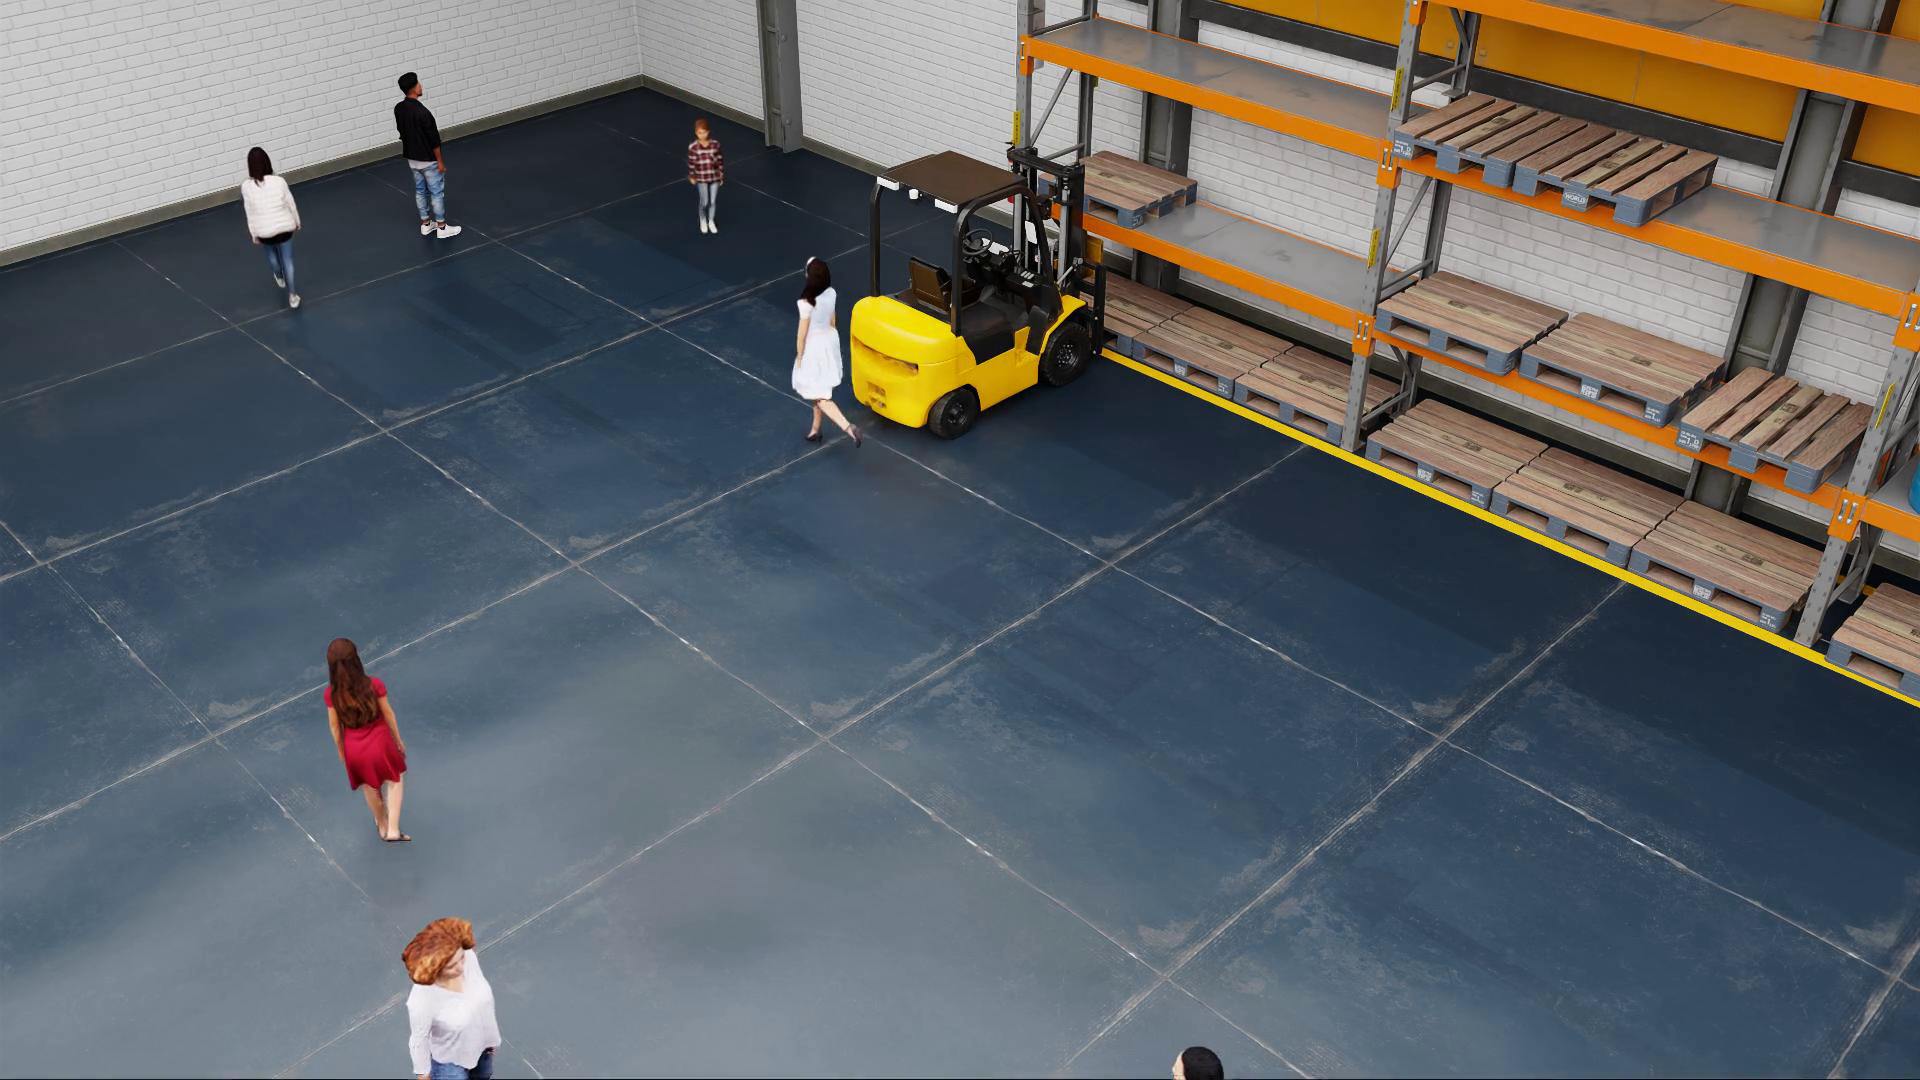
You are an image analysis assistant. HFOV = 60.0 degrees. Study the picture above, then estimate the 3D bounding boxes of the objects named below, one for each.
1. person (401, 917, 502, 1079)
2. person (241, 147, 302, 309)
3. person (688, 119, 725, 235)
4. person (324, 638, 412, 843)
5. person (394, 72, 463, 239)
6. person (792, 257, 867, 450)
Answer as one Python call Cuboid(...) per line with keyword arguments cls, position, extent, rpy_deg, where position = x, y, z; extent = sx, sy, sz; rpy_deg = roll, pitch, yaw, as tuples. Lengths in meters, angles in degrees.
Cuboid(cls="person", position=(-2.498, 2.505, 8.194), extent=(0.871, 1.678, 0.951), rpy_deg=(15, 37, 22))
Cuboid(cls="person", position=(-6.880, -3.105, 16.701), extent=(0.910, 1.603, 1.093), rpy_deg=(-11, 35, -17))
Cuboid(cls="person", position=(-2.806, -4.047, 18.398), extent=(0.598, 1.293, 0.615), rpy_deg=(-11, 35, -16))
Cuboid(cls="person", position=(-3.605, 1.286, 10.152), extent=(0.748, 1.540, 0.863), rpy_deg=(-9, 35, -13))
Cuboid(cls="person", position=(-5.870, -4.199, 18.158), extent=(0.620, 1.813, 0.802), rpy_deg=(19, 38, 26))
Cuboid(cls="person", position=(-1.133, -1.510, 14.127), extent=(1.025, 1.797, 0.686), rpy_deg=(27, 42, 34))
